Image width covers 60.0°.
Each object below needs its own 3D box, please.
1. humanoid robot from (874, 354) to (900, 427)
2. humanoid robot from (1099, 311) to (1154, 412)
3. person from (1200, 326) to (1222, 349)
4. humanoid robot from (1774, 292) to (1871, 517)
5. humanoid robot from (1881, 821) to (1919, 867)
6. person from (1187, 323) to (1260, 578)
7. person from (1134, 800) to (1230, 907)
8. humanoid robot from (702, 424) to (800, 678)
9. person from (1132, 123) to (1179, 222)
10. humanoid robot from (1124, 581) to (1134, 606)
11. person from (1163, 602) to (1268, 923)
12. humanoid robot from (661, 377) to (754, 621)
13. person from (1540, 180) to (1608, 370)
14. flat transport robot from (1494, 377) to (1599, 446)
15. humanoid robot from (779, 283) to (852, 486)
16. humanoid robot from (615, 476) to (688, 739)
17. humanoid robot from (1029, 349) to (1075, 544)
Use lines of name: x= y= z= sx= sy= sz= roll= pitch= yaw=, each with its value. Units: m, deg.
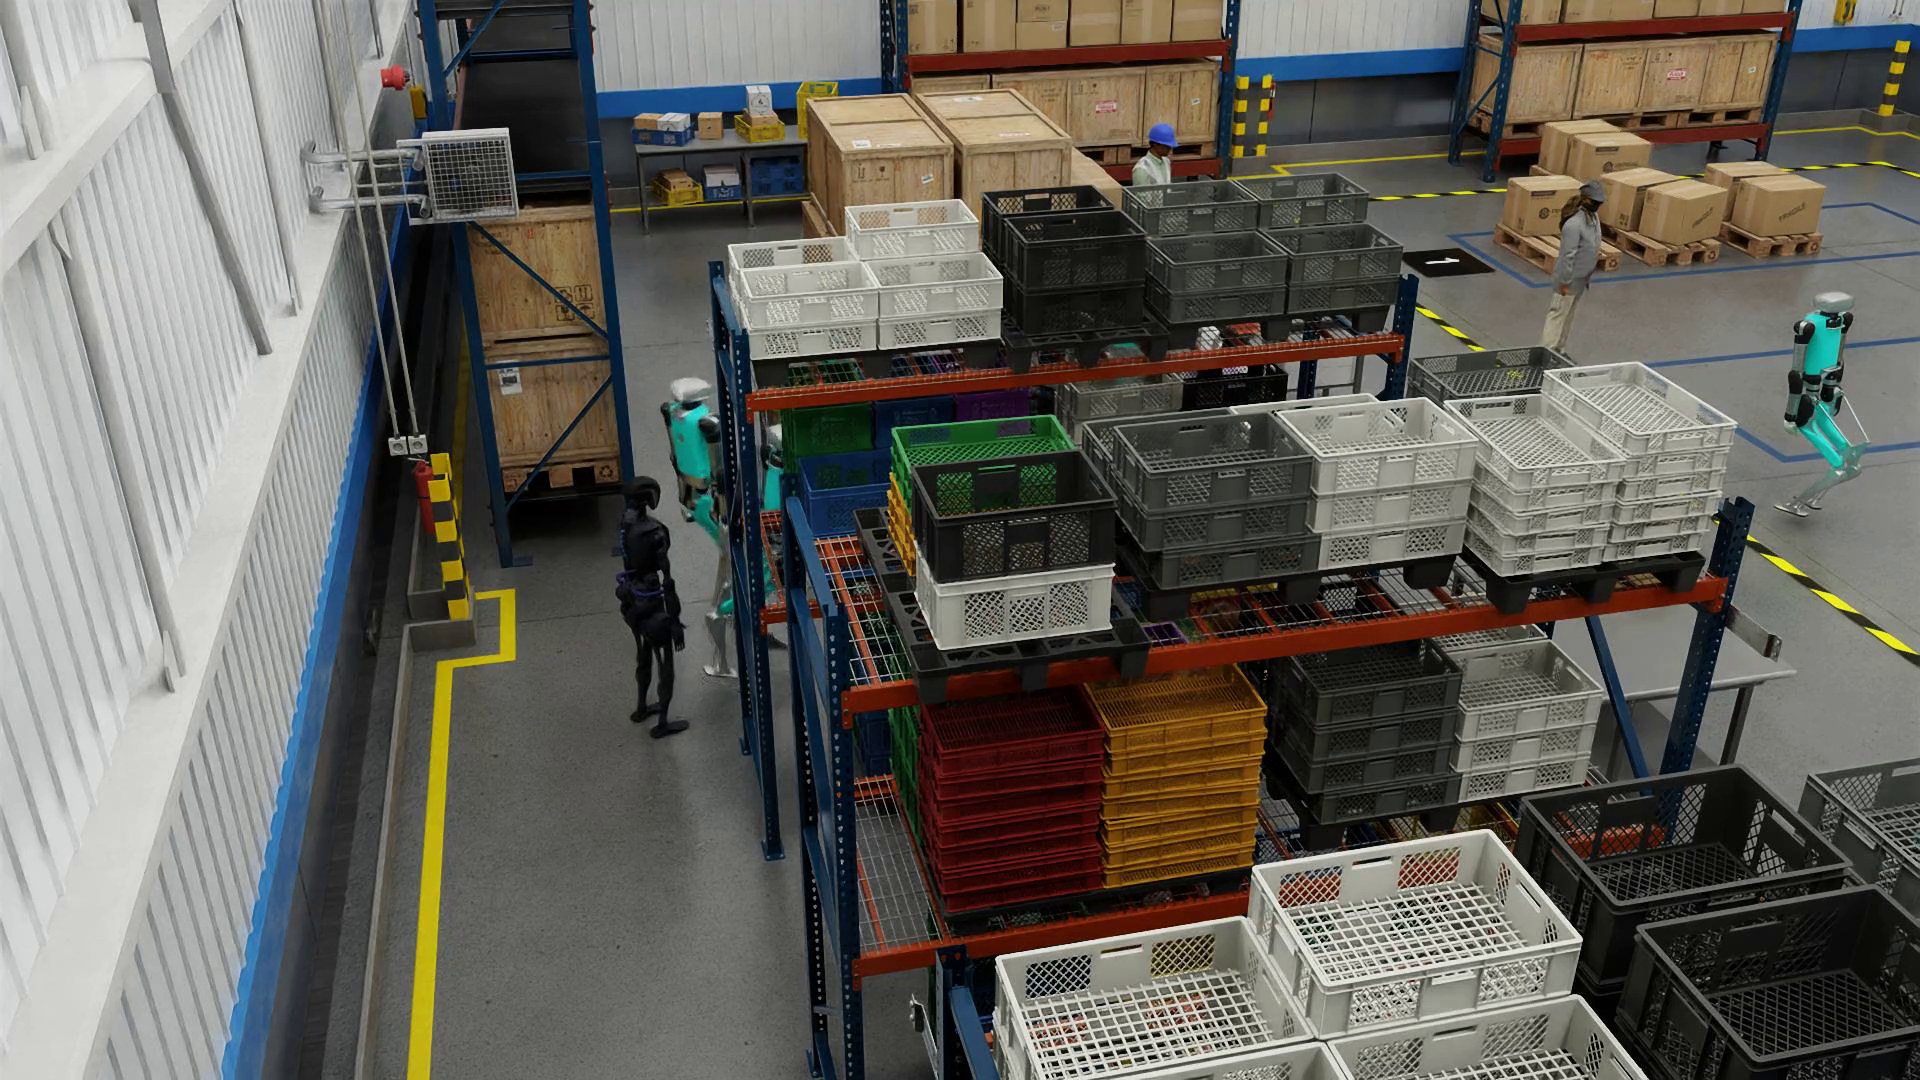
humanoid robot: x=-0.607 y=-1.018 z=12.461 sx=0.348 sy=1.654 sz=0.591 roll=-7 pitch=29 yaw=-13
humanoid robot: x=1.306 y=-1.382 z=13.153 sx=0.531 sy=1.808 sz=0.790 roll=3 pitch=28 yaw=5
person: x=1.898 y=-0.987 z=12.188 sx=0.350 sy=1.881 sz=0.575 roll=-4 pitch=28 yaw=-7
humanoid robot: x=6.365 y=-0.935 z=12.108 sx=0.533 sy=1.672 sz=0.735 roll=-14 pitch=31 yaw=-25
humanoid robot: x=3.807 y=1.990 z=6.751 sx=0.530 sy=1.803 sz=0.802 roll=10 pitch=29 yaw=19
person: x=1.807 y=-0.663 z=11.418 sx=0.404 sy=2.033 sz=0.608 roll=-24 pitch=36 yaw=-37
person: x=1.163 y=1.152 z=8.230 sx=0.698 sy=1.797 sz=0.601 roll=-3 pitch=28 yaw=-6
humanoid robot: x=-1.300 y=0.184 z=10.174 sx=1.015 sy=1.722 sz=0.539 roll=-18 pitch=33 yaw=-31
person: x=1.860 y=-3.065 z=16.085 sx=0.417 sy=1.929 sz=0.618 roll=17 pitch=32 yaw=30
humanoid robot: x=1.207 y=-0.092 z=10.724 sx=0.642 sy=1.639 sz=0.611 roll=-1 pitch=28 yaw=-1
person: x=1.268 y=1.131 z=8.219 sx=0.623 sy=1.840 sz=0.431 roll=-11 pitch=30 yaw=-20
humanoid robot: x=-1.547 y=-0.241 z=10.998 sx=0.545 sy=1.863 sz=0.654 roll=24 pitch=36 yaw=38
person: x=5.495 y=-2.365 z=14.924 sx=0.396 sy=1.766 sz=0.572 roll=20 pitch=34 yaw=33
flat transport robot: x=4.780 y=-1.036 z=14.013 sx=0.659 sy=0.231 sz=1.431 roll=-6 pitch=28 yaw=-12
humanoid robot: x=-1.138 y=-1.037 z=12.562 sx=0.814 sy=1.875 sz=0.535 roll=-5 pitch=28 yaw=-9
humanoid robot: x=-1.827 y=0.378 z=9.816 sx=0.325 sy=1.652 sz=0.587 roll=-21 pitch=34 yaw=-34
humanoid robot: x=0.638 y=-0.615 z=11.687 sx=0.315 sy=1.657 sz=0.599 roll=19 pitch=33 yaw=32
